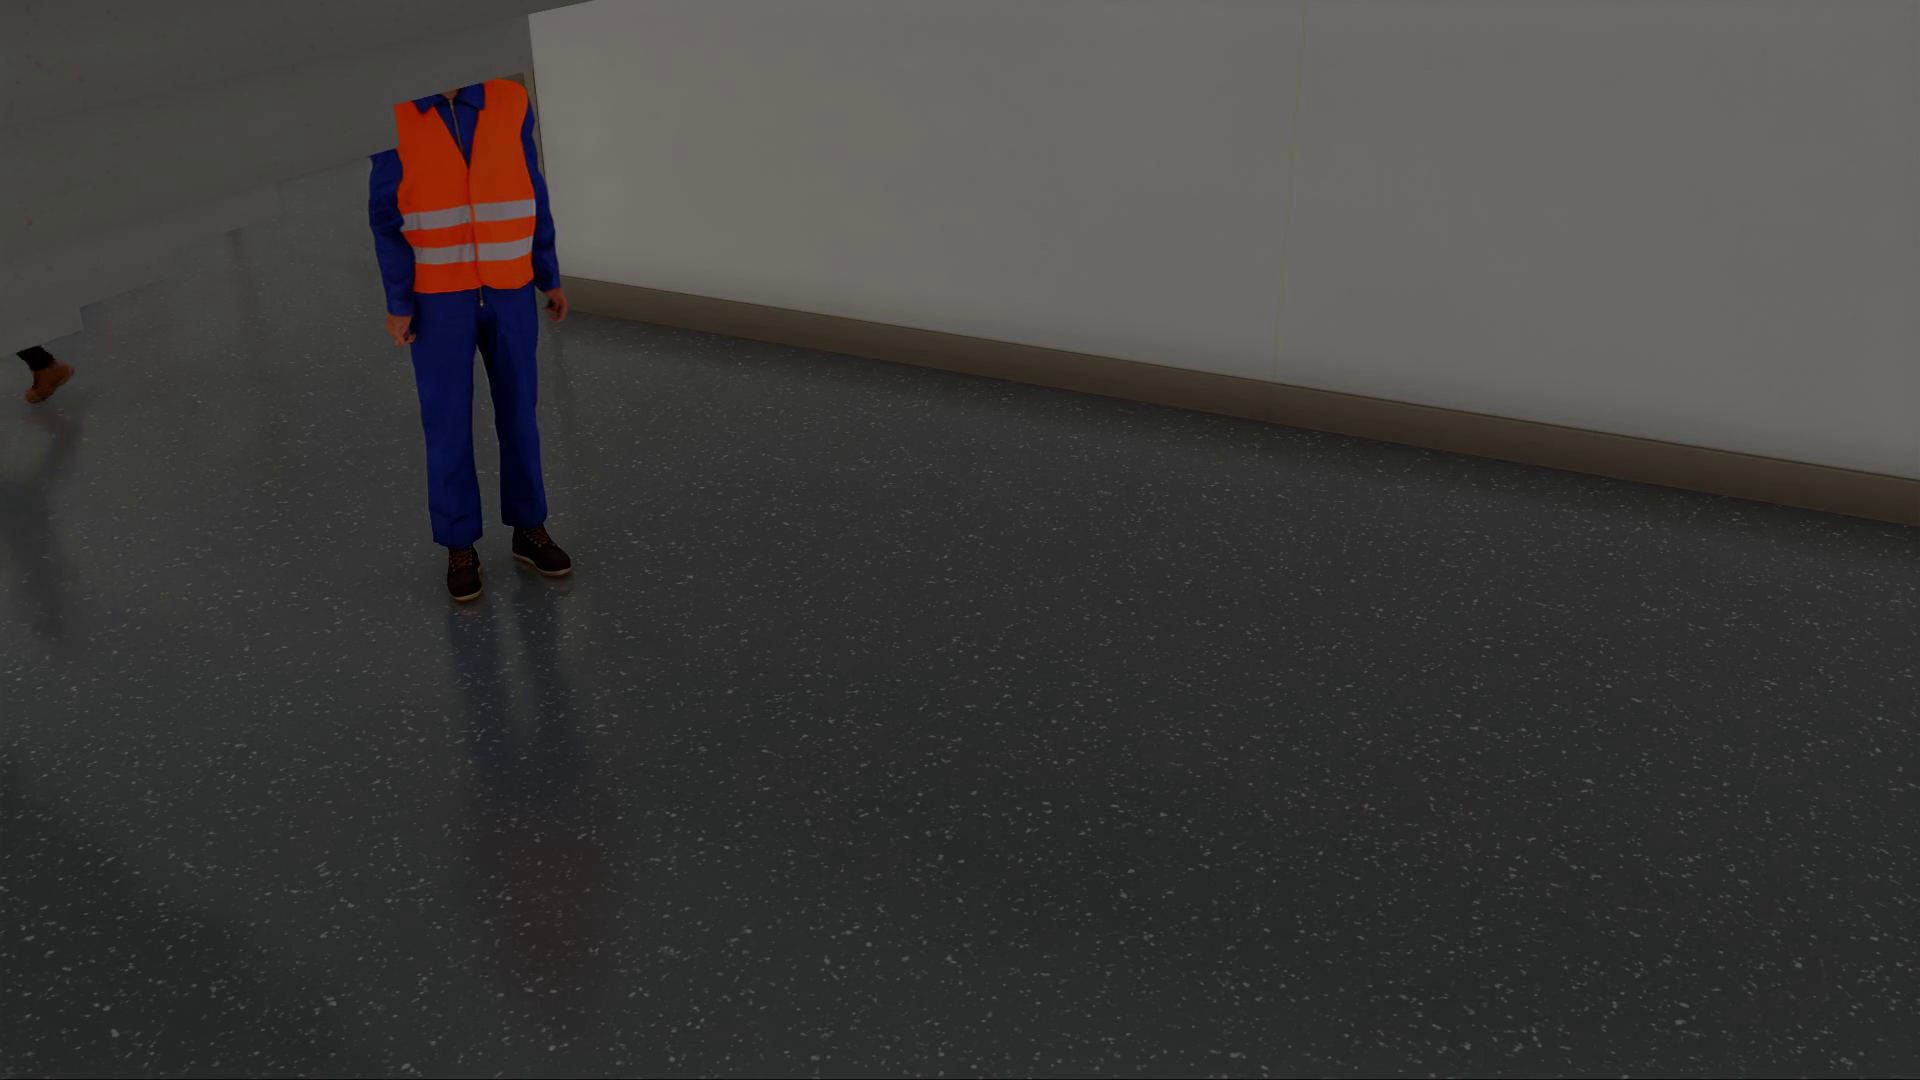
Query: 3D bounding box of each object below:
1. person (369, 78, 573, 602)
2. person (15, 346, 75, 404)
[{"bbox_3d":[-1.454,-0.736,4.965,0.797,1.863,0.806,-15,30,-29],"label":"person"},{"bbox_3d":[-3.831,-1.080,6.432,0.872,1.209,0.832,-11,28,-21],"label":"person"}]
